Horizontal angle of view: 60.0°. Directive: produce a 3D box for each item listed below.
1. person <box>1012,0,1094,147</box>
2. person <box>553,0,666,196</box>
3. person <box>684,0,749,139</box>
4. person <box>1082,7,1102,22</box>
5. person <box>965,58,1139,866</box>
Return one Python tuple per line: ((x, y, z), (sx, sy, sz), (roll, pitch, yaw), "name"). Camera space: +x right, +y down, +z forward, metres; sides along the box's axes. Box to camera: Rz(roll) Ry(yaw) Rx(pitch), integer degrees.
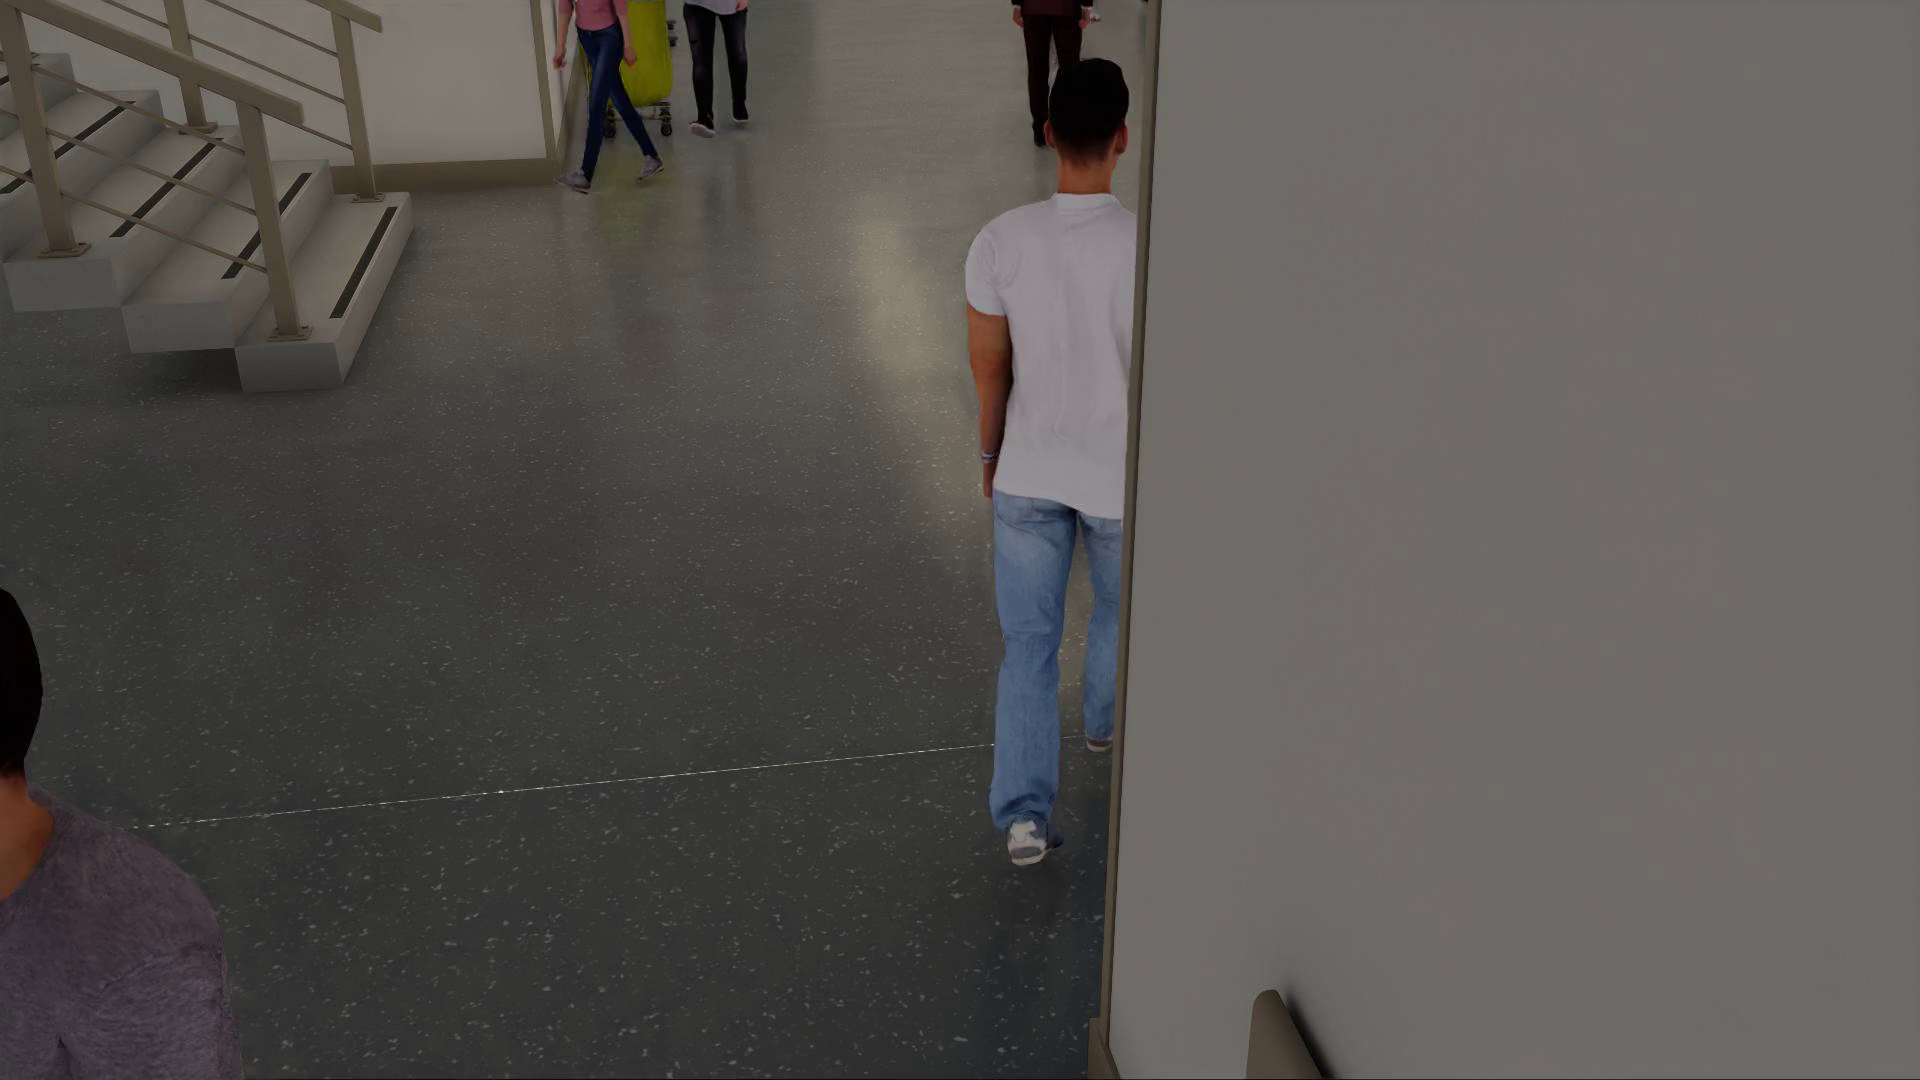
((0.584, -3.438, 10.689), (0.945, 1.852, 0.907), (3, 26, 6), "person")
((-2.054, -2.926, 9.811), (1.044, 1.692, 1.145), (17, 31, 32), "person")
((-1.624, -3.635, 11.193), (1.224, 1.767, 0.910), (0, 26, -1), "person")
((1.268, -5.865, 15.840), (0.725, 1.749, 0.829), (-15, 29, -28), "person")
((0.241, -0.099, 3.804), (1.232, 1.818, 1.029), (5, 26, 11), "person")
